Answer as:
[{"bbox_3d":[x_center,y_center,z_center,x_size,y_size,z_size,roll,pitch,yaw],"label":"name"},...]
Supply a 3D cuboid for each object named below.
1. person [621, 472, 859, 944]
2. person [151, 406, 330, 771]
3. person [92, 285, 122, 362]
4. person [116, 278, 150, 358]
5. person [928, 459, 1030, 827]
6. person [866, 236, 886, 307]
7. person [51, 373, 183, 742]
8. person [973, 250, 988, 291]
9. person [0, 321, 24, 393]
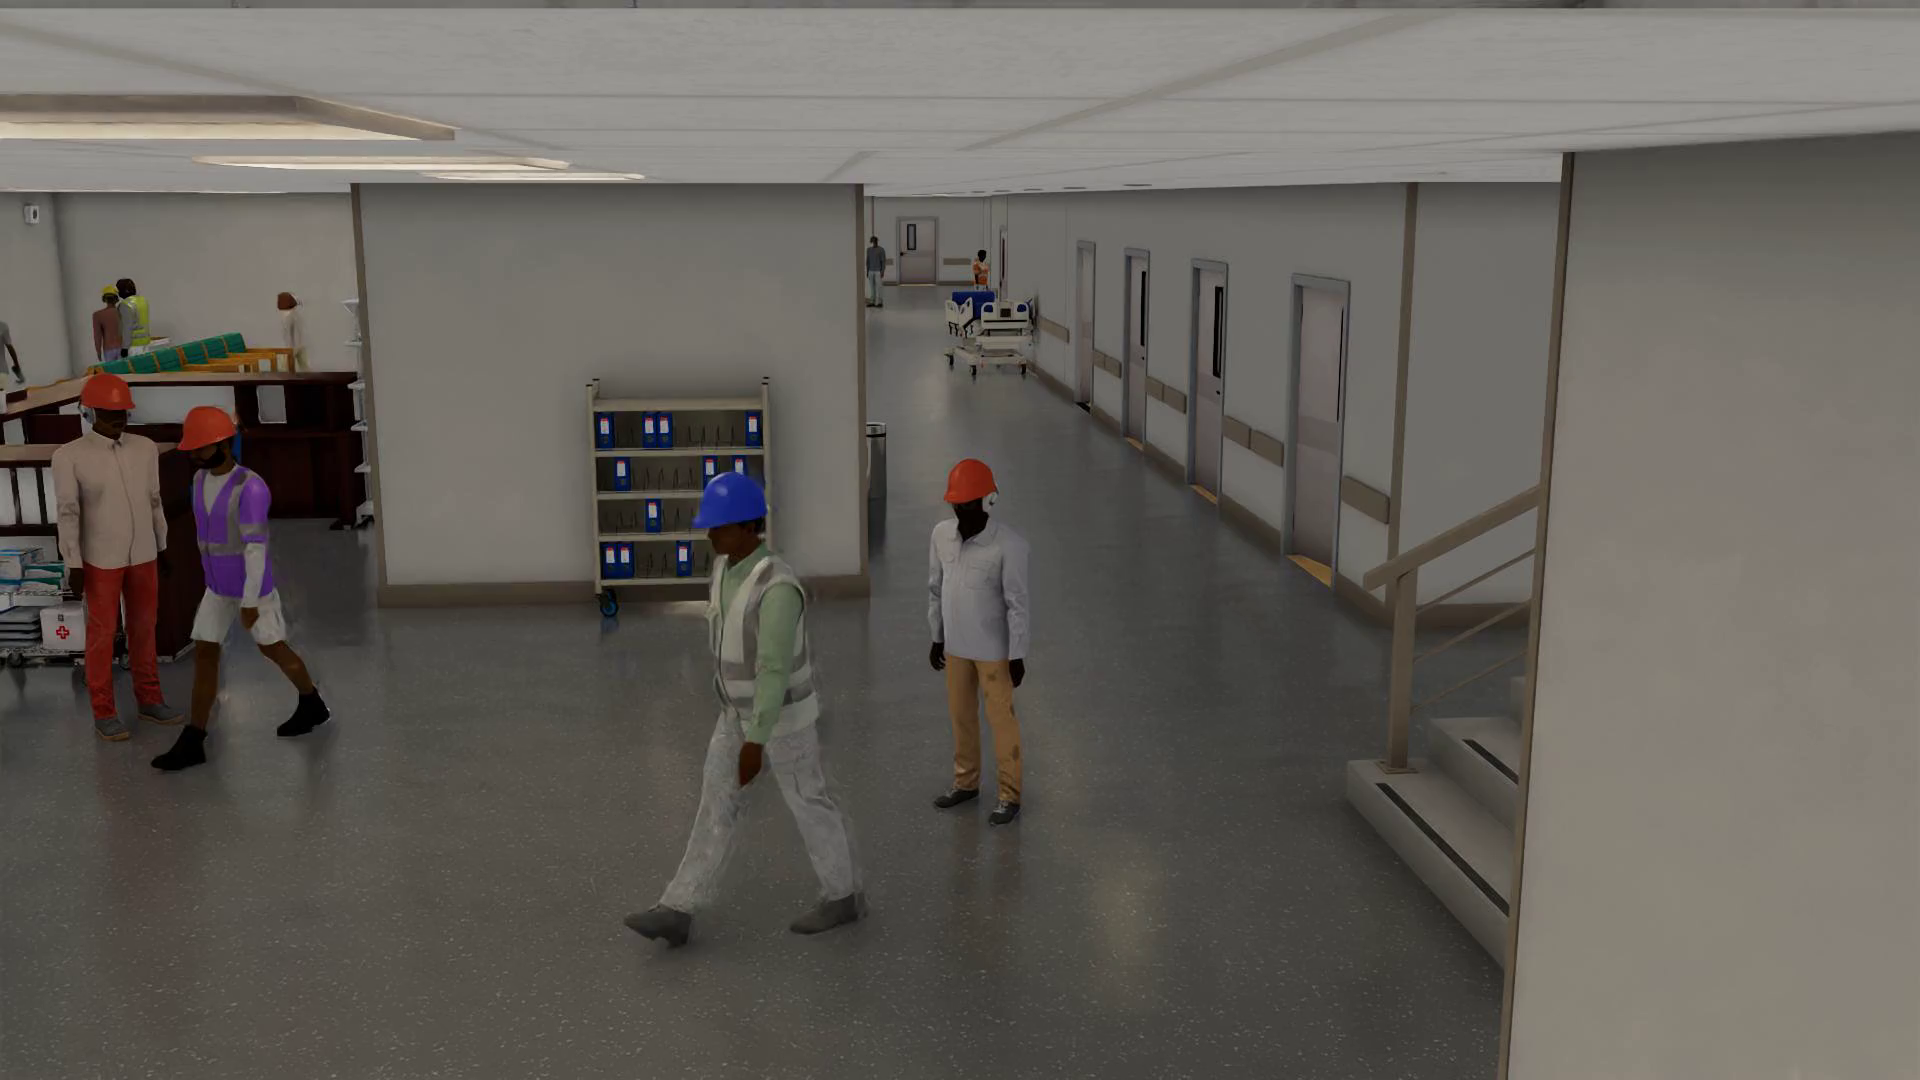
[{"bbox_3d":[-0.829,0.675,6.428,0.991,1.889,0.653,-8,14,-35],"label":"person"},{"bbox_3d":[-3.788,0.215,8.737,0.553,1.876,1.033,6,13,27],"label":"person"},{"bbox_3d":[-11.680,-2.648,23.034,0.533,1.740,0.724,-3,12,-16],"label":"person"},{"bbox_3d":[-11.493,-2.711,23.115,0.429,1.839,0.621,0,12,-1],"label":"person"},{"bbox_3d":[0.071,0.475,7.793,0.579,1.739,0.382,10,16,41],"label":"person"},{"bbox_3d":[-2.299,-7.310,45.333,0.630,1.938,0.369,9,14,36],"label":"person"},{"bbox_3d":[-4.579,0.083,9.067,0.390,1.991,0.624,6,13,28],"label":"person"},{"bbox_3d":[0.520,-6.333,41.157,0.318,1.696,0.532,7,13,30],"label":"person"},{"bbox_3d":[-11.270,-1.933,19.368,0.549,1.818,0.973,-4,12,-17],"label":"person"}]
